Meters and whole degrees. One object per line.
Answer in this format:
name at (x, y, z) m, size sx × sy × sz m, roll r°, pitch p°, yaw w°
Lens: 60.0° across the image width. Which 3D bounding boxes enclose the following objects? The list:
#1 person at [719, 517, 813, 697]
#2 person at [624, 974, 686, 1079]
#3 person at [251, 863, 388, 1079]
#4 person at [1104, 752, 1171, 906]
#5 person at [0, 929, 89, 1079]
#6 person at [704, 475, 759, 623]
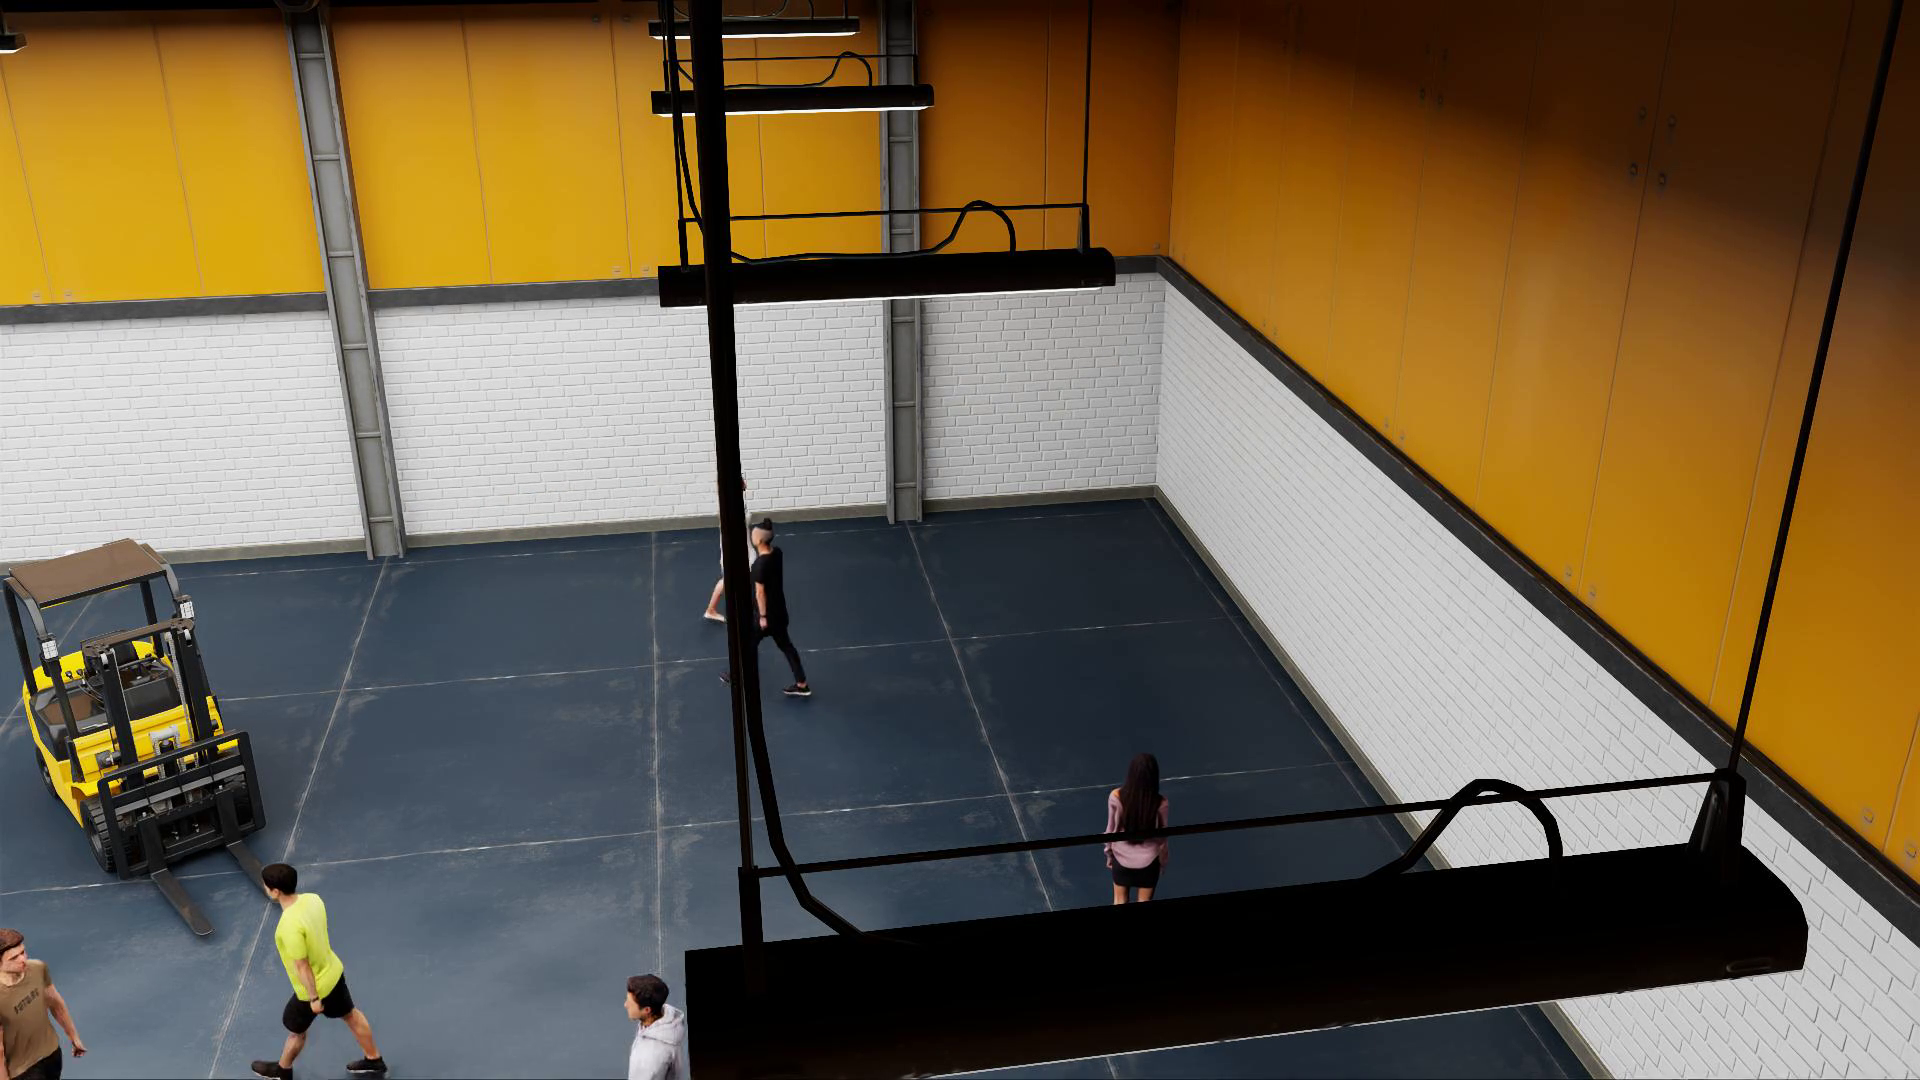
person at (-1.728, 0.675, 15.657) m, size 1.295 × 1.815 × 1.078 m, roll 8°, pitch 25°, yaw 18°
person at (-1.619, 3.305, 9.532) m, size 1.188 × 1.900 × 0.764 m, roll -7°, pitch 25°, yaw -15°
person at (-4.116, 2.865, 10.849) m, size 1.148 × 1.653 × 0.816 m, roll 2°, pitch 24°, yaw 4°
person at (1.259, 2.321, 11.894) m, size 0.595 × 1.812 × 0.747 m, roll 5°, pitch 24°, yaw 11°
person at (-5.670, 3.120, 10.028) m, size 0.862 × 1.843 × 0.808 m, roll 4°, pitch 24°, yaw 10°
person at (-2.347, 0.106, 17.112) m, size 1.053 × 1.691 × 0.672 m, roll -8°, pitch 25°, yaw -17°
